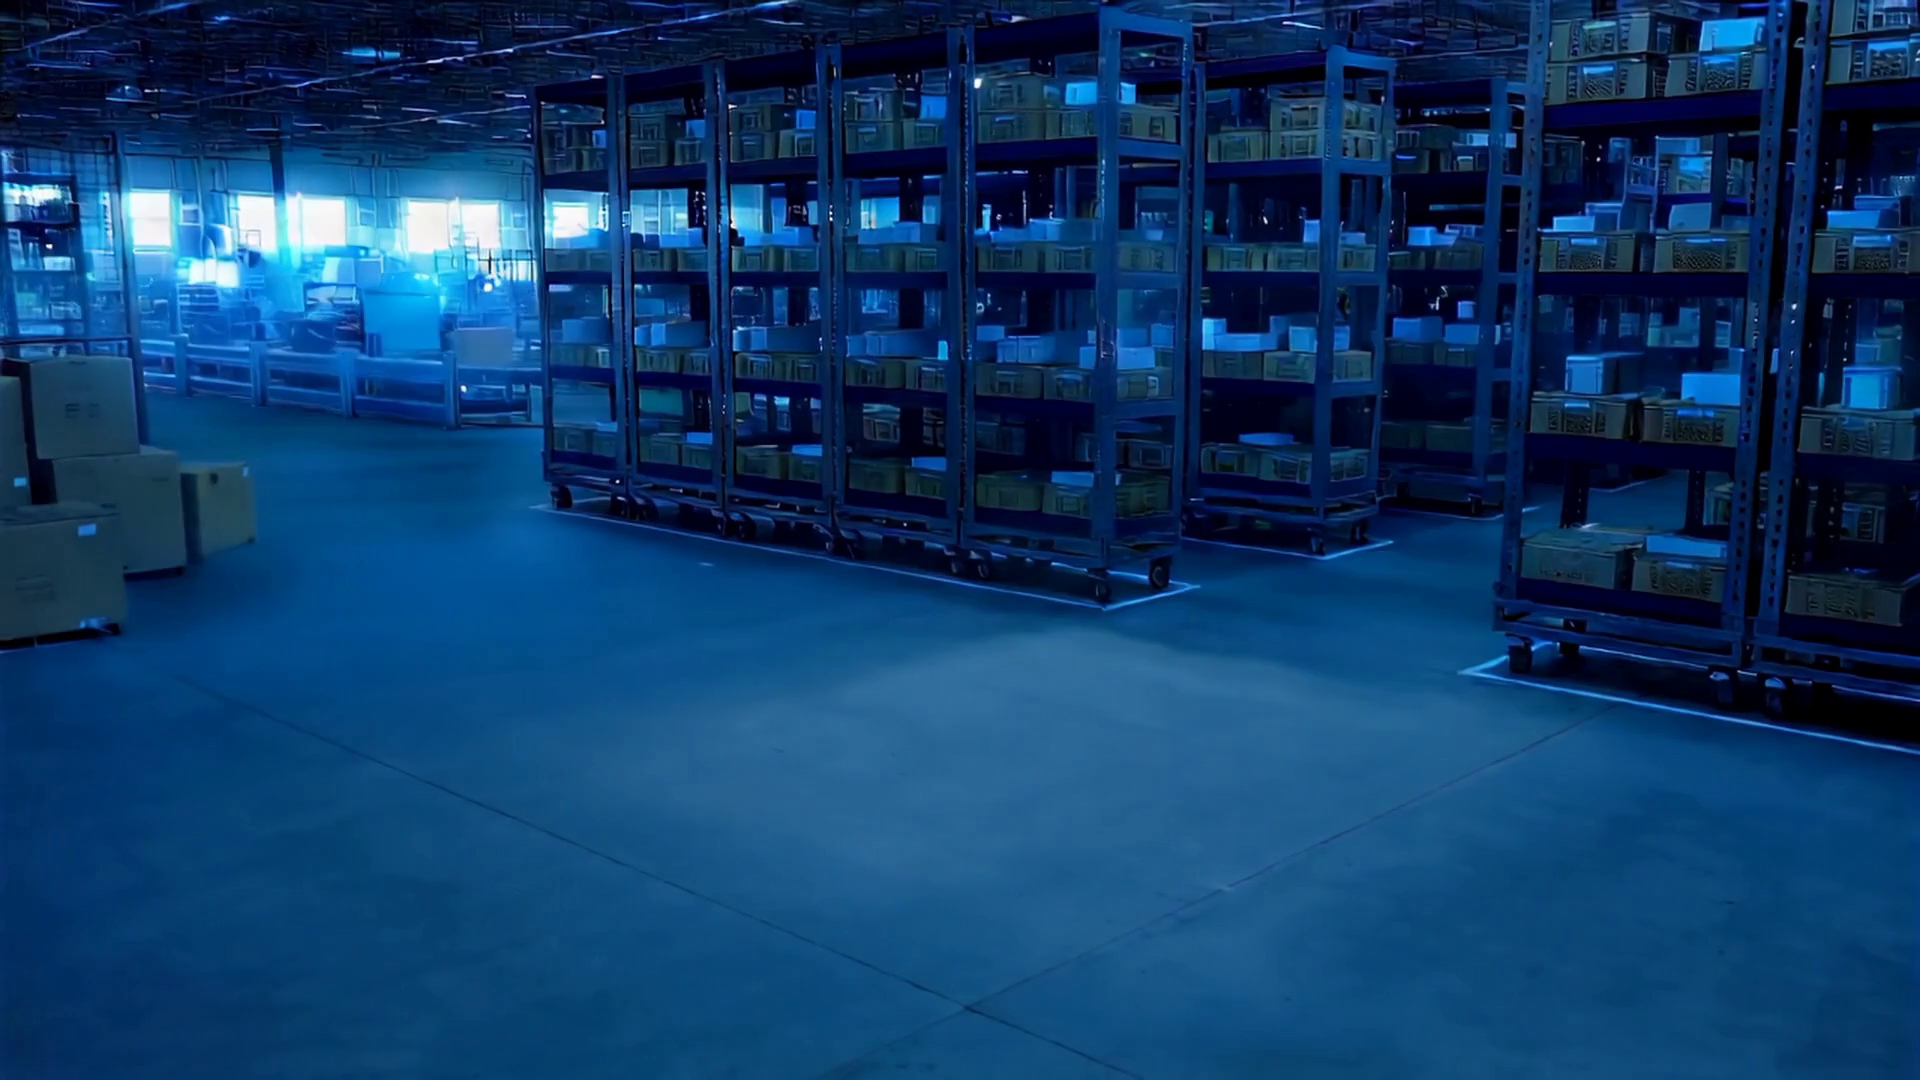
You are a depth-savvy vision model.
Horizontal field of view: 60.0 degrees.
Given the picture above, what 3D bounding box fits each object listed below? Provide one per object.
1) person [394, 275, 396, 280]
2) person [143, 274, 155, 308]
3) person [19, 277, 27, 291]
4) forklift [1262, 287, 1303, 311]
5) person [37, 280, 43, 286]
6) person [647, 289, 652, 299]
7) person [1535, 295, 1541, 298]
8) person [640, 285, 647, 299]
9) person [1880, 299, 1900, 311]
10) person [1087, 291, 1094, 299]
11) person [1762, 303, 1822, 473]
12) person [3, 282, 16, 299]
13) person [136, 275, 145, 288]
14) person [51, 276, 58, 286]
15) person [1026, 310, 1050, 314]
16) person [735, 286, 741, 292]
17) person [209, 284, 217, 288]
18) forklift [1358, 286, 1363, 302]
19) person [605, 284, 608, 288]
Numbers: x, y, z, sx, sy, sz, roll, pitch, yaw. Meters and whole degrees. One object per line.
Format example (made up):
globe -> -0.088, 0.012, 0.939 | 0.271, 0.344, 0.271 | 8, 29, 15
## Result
person -> -20.188, -8.700, 60.343 | 0.714, 1.883, 0.460 | -3, 10, -15
person -> -26.448, -7.721, 54.289 | 0.436, 1.905, 0.606 | -7, 12, -37
person -> -44.777, -11.899, 79.736 | 0.664, 1.964, 0.612 | -7, 12, -37
forklift -> 10.769, -8.203, 54.240 | 1.129, 2.768, 1.873 | 8, 12, 42
person -> -29.658, -7.524, 53.629 | 0.918, 1.720, 0.530 | -5, 10, -28
person -> -15.548, -12.432, 83.050 | 0.372, 1.940, 0.632 | 1, 9, 4
person -> 15.360, -6.158, 44.906 | 0.589, 1.832, 0.404 | 1, 9, 8
person -> -12.758, -9.665, 67.044 | 0.332, 1.649, 0.517 | -2, 10, -14
person -> 15.568, -3.432, 27.848 | 0.402, 1.944, 0.605 | 4, 10, 23
person -> 4.067, -7.350, 52.046 | 0.550, 1.887, 0.975 | -8, 12, -41
person -> 6.400, -0.950, 13.067 | 0.950, 1.792, 0.594 | -8, 12, -40
person -> -42.070, -10.845, 73.450 | 0.932, 1.893, 0.563 | 1, 9, 5
person -> -37.755, -11.353, 76.842 | 0.861, 1.812, 0.629 | -9, 13, -42
person -> -44.961, -12.330, 82.632 | 0.602, 1.882, 0.981 | 7, 12, 38
person -> 1.420, -3.779, 30.673 | 0.509, 1.718, 0.923 | 5, 11, 30
person -> -9.122, -9.851, 67.399 | 0.556, 1.874, 1.013 | -2, 9, -11
person -> -32.767, -10.691, 72.757 | 0.577, 1.831, 0.717 | 5, 10, 26
forklift -> 11.100, -7.017, 46.970 | 1.873, 2.768, 1.129 | 9, 13, 43
person -> -16.164, -11.289, 76.276 | 0.330, 1.865, 0.518 | -2, 10, -15
